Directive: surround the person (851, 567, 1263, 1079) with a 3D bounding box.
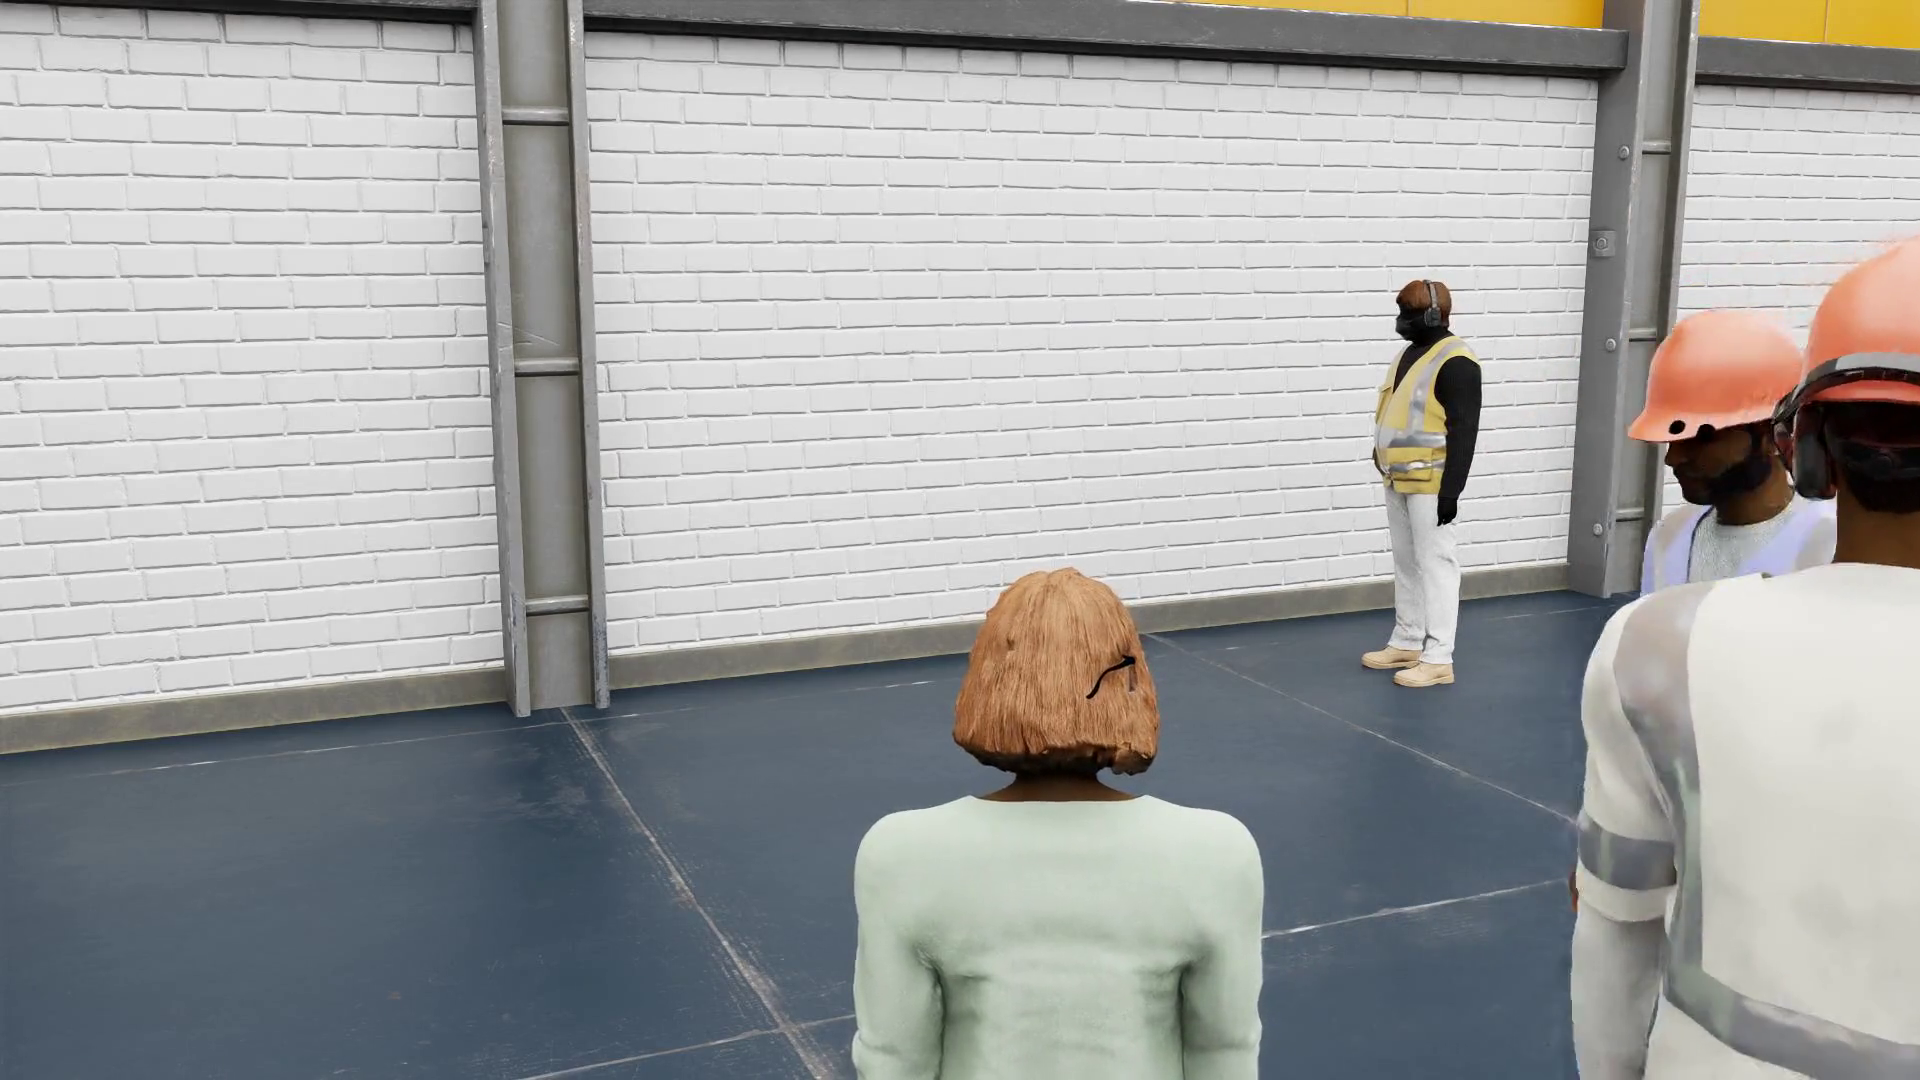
[{"bbox_3d":[0.118,0.843,2.079,0.501,1.631,0.286,0,10,1],"label":"person"}]

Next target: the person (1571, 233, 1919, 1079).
[{"bbox_3d":[0.953,0.702,1.775,0.434,2.024,0.635,-10,14,-43],"label":"person"}]

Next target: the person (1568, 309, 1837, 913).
[{"bbox_3d":[1.275,0.560,2.884,0.767,1.900,0.576,-2,10,-10],"label":"person"}]

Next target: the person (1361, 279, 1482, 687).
[{"bbox_3d":[2.094,-0.259,7.581,0.429,1.841,0.634,-2,10,-11],"label":"person"}]
